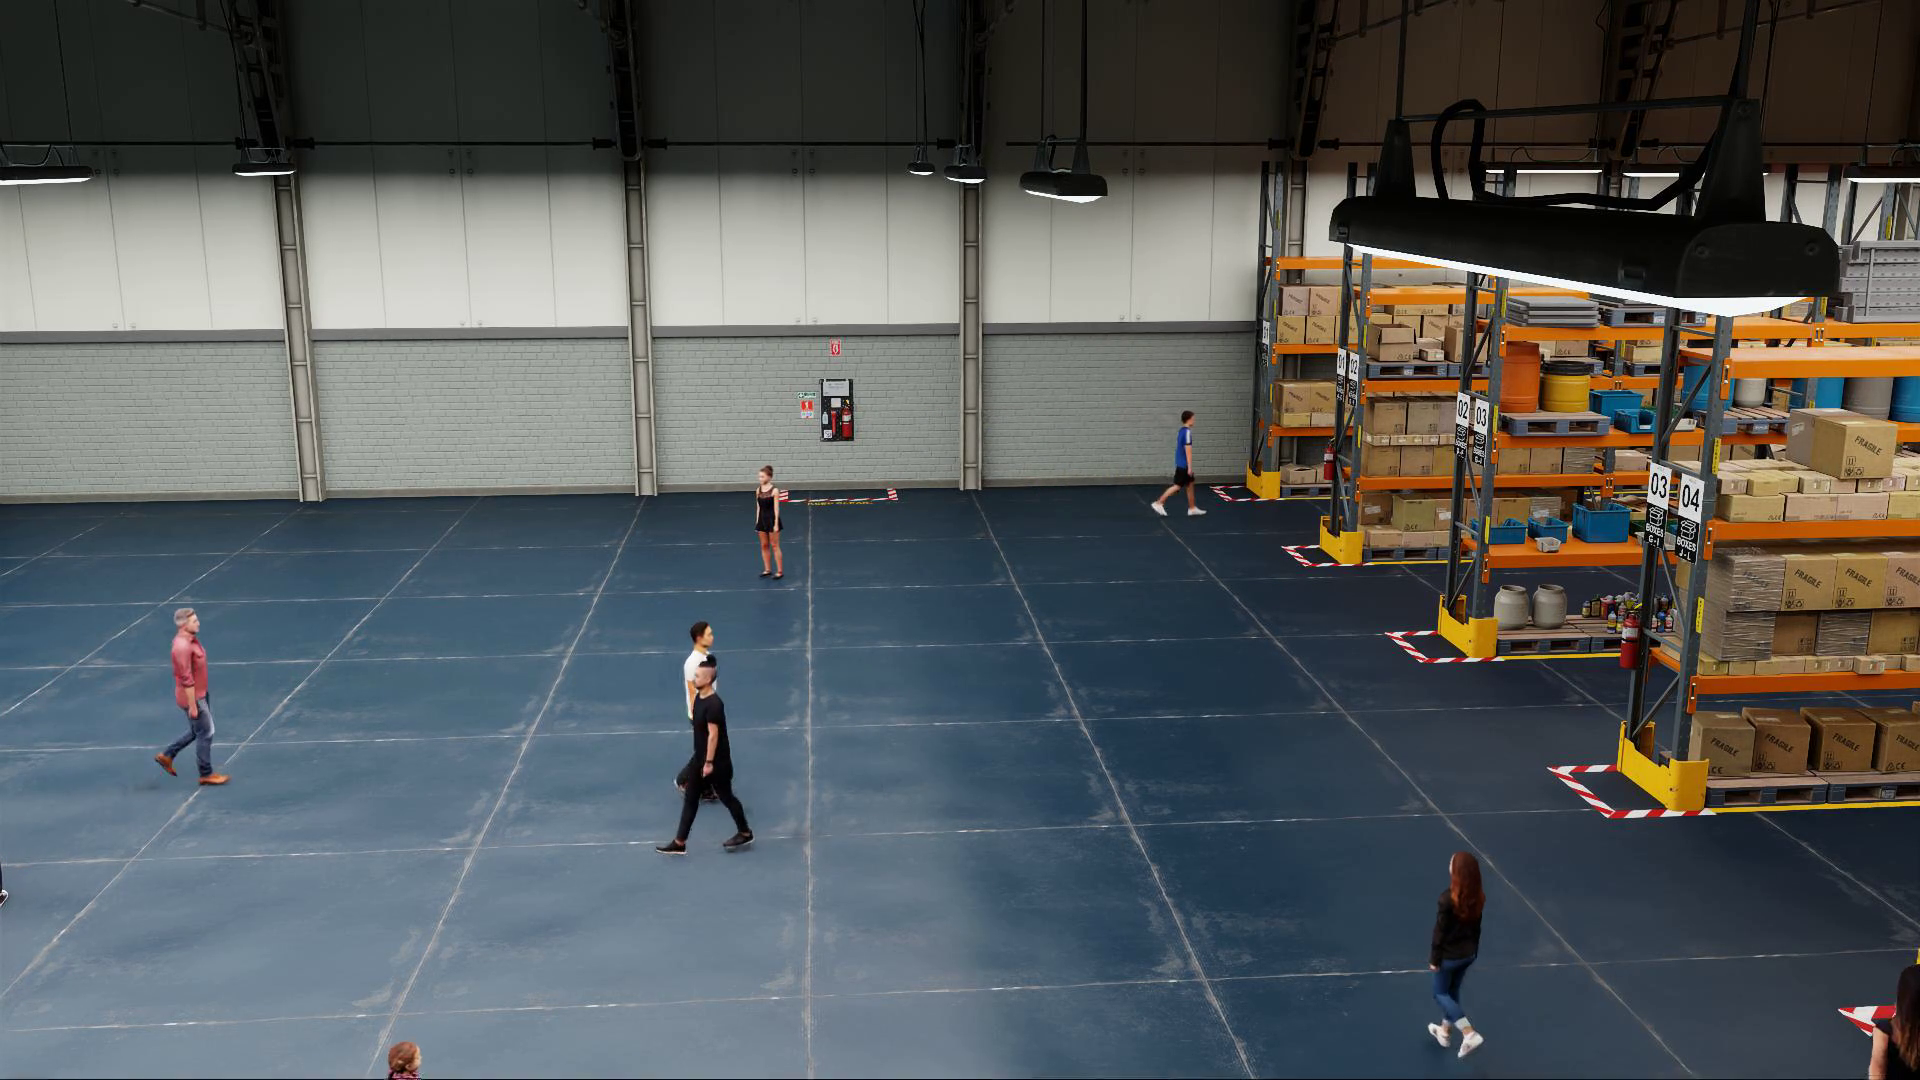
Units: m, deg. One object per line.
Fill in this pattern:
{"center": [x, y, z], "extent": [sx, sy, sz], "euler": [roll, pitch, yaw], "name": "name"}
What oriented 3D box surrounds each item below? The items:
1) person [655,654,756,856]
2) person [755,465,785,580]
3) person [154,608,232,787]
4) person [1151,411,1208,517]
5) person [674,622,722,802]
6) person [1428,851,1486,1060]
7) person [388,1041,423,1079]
{"center": [-2.128, 1.922, 14.730], "extent": [1.246, 1.817, 0.979], "euler": [-7, 15, -26], "name": "person"}
{"center": [-2.802, -0.265, 24.491], "extent": [0.684, 1.673, 0.755], "euler": [8, 15, 32], "name": "person"}
{"center": [-7.623, 1.552, 16.335], "extent": [1.009, 1.814, 0.861], "euler": [-5, 14, -22], "name": "person"}
{"center": [3.748, -1.286, 28.560], "extent": [1.204, 1.827, 0.685], "euler": [0, 13, -1], "name": "person"}
{"center": [-2.527, 1.657, 15.914], "extent": [0.835, 1.798, 0.769], "euler": [2, 13, 10], "name": "person"}
{"center": [3.443, 2.863, 11.436], "extent": [0.823, 1.469, 0.810], "euler": [-7, 15, -28], "name": "person"}
{"center": [-3.327, 3.460, 9.868], "extent": [0.649, 1.013, 0.547], "euler": [-7, 15, -29], "name": "person"}
